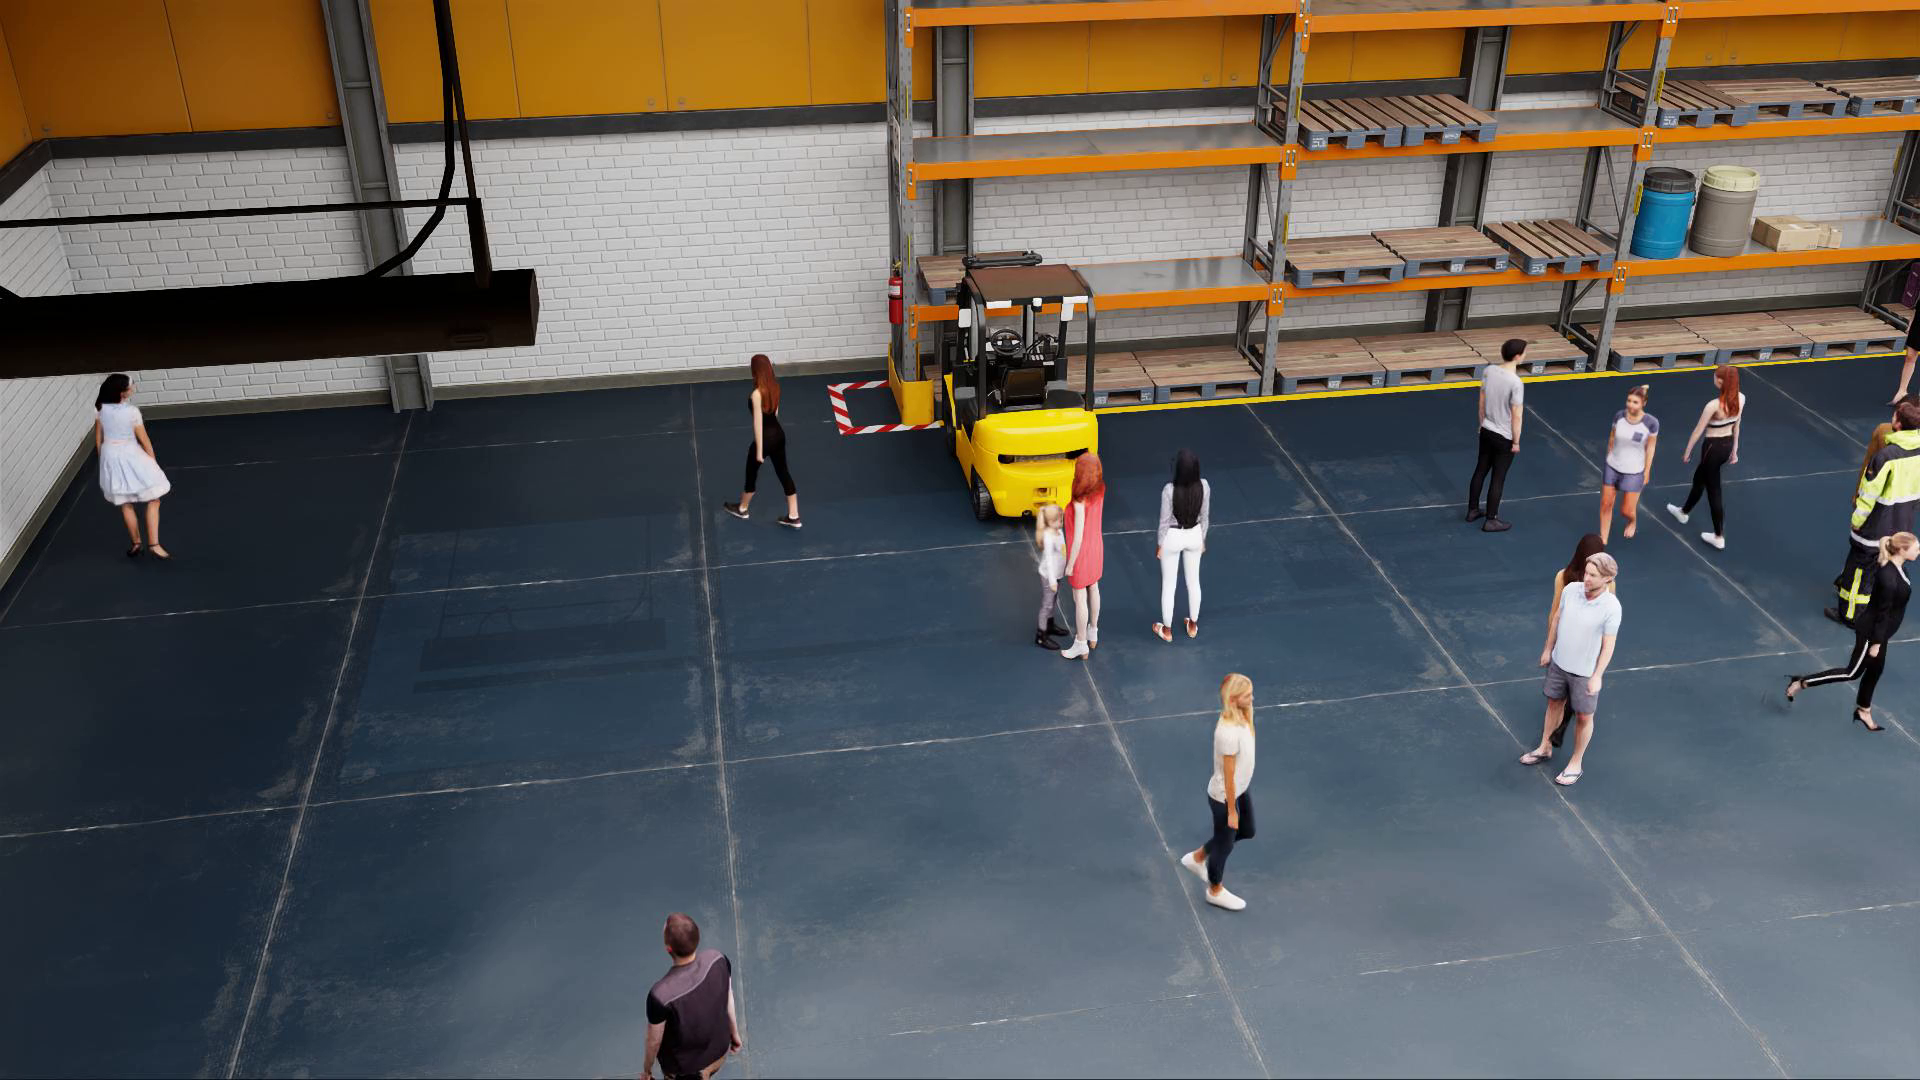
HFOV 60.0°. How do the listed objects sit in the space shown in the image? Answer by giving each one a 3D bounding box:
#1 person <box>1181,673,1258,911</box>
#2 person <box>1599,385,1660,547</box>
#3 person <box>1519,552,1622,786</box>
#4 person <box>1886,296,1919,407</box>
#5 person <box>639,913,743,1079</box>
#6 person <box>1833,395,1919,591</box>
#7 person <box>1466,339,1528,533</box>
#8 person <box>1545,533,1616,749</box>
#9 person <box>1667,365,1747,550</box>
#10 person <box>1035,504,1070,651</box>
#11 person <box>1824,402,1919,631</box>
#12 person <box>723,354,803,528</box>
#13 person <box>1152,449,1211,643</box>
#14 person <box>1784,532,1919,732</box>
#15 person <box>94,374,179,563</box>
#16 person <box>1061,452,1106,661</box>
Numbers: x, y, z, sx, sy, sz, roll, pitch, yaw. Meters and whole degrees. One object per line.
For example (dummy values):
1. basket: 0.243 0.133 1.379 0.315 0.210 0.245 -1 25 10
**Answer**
1. person: 1.642 1.618 10.692 0.836 1.798 0.768 11 30 19
2. person: 6.053 -0.651 15.053 0.771 1.606 0.847 25 37 37
3. person: 4.462 0.895 11.984 0.714 1.832 0.736 -19 34 -30
4. person: 10.282 -2.199 17.687 0.509 1.802 0.613 -7 29 -12
5. person: -1.318 2.739 8.640 1.227 1.796 1.214 22 36 35
6. person: 7.957 -0.358 14.340 1.261 1.774 0.917 -16 32 -27
7. person: 4.973 -0.981 15.391 0.650 1.862 0.722 -13 31 -23
8. person: 4.581 0.779 12.379 1.077 1.657 1.044 13 31 23
9. person: 6.908 -0.718 15.058 0.985 1.719 0.822 -11 30 -19
10. person: 0.741 0.276 13.698 0.612 1.277 0.576 9 30 16
11. person: 7.696 -0.204 13.844 0.696 1.979 0.890 -13 31 -23
12. person: -1.692 -0.872 15.365 1.116 1.695 1.020 16 32 26
13. person: 1.822 0.033 13.676 0.467 1.724 0.659 -6 29 -11
14. person: 6.771 0.682 12.521 1.083 1.691 0.983 15 32 26
15. person: -7.467 -0.633 14.828 0.681 1.790 0.840 -8 30 -14
16. person: 1.011 0.122 13.405 0.698 1.828 0.657 16 32 26
